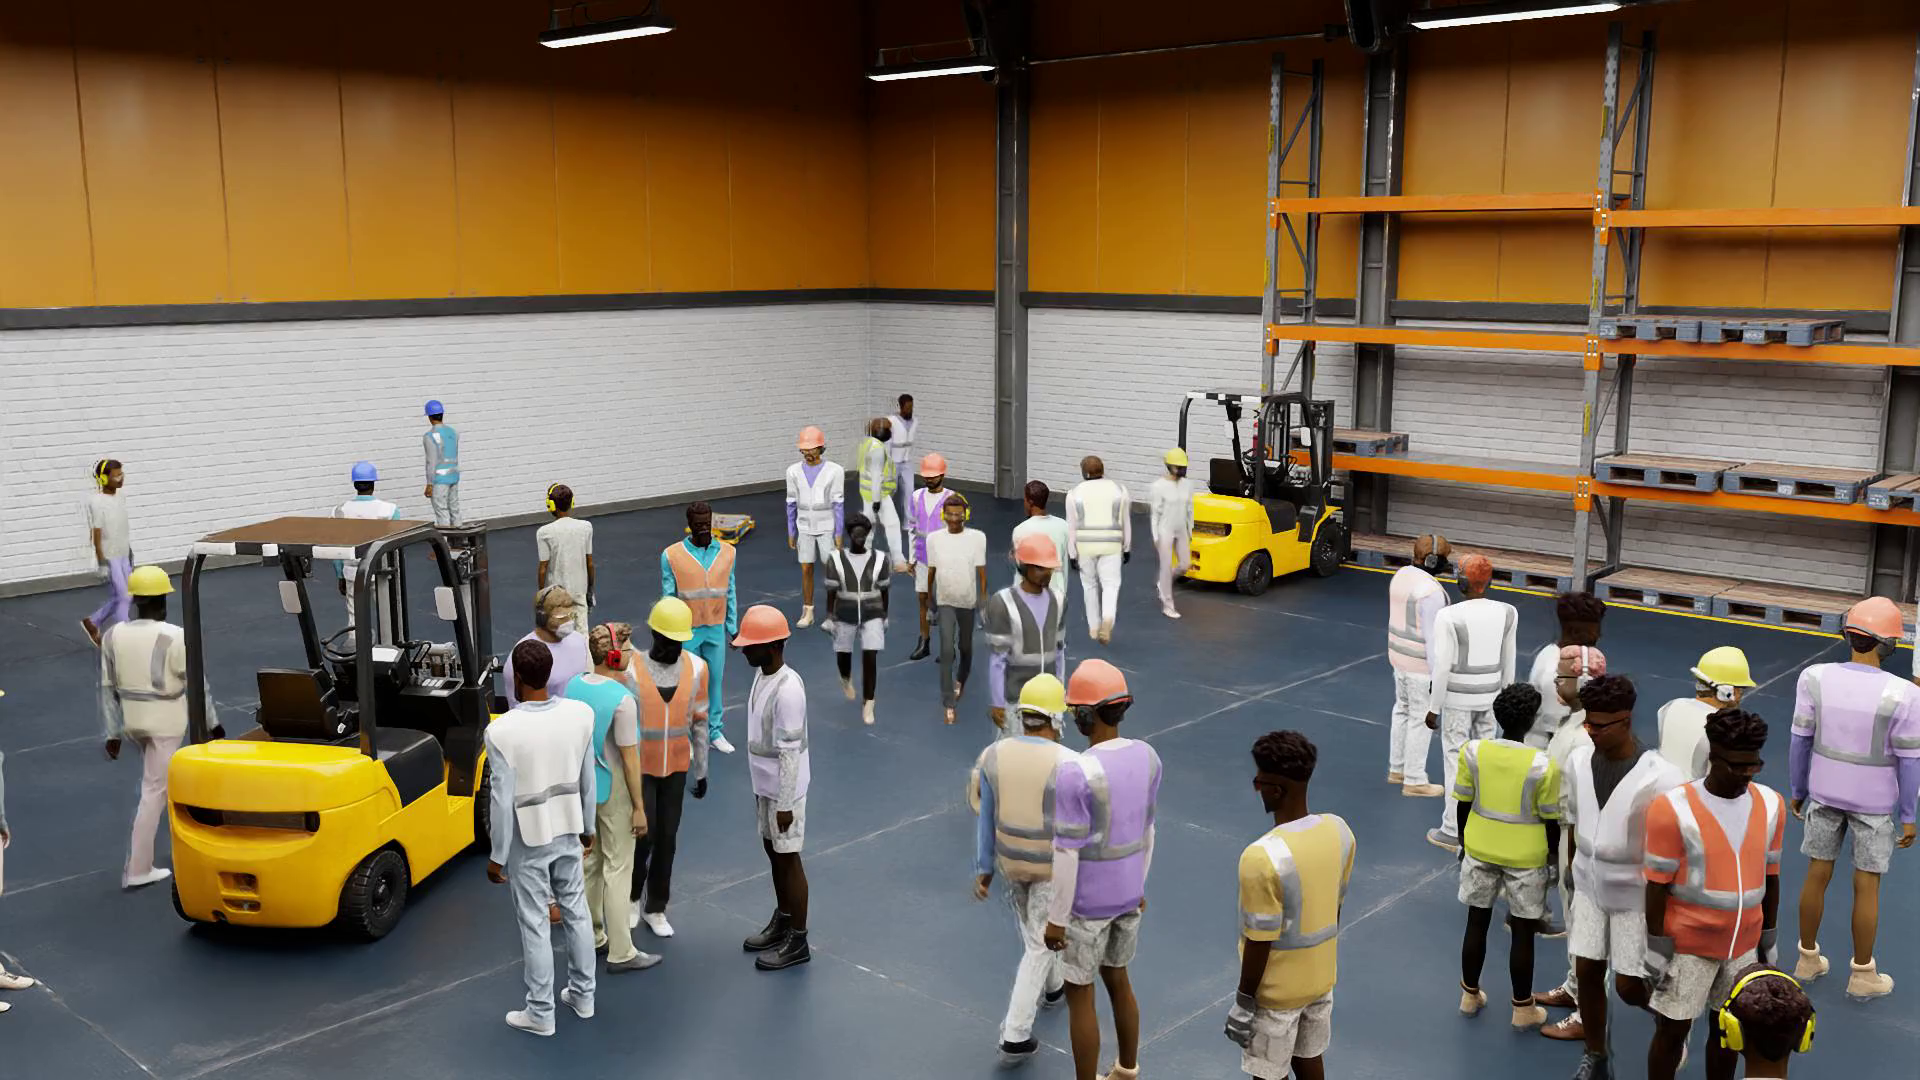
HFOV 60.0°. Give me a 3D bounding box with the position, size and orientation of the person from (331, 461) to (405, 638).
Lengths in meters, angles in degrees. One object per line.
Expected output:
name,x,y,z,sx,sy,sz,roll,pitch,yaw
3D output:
person,-5.103,0.289,14.398,0.605,1.939,0.417,0,10,-2

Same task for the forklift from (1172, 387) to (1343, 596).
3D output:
forklift,3.298,-0.608,18.767,1.214,2.155,2.313,9,13,42

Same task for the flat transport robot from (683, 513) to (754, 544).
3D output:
flat transport robot,-3.127,-0.153,21.652,0.652,0.197,1.431,1,10,3

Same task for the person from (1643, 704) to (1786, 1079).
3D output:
person,3.064,1.618,6.786,0.607,1.956,0.384,-2,10,-10

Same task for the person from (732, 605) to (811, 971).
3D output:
person,-0.989,1.286,8.746,0.389,1.930,0.544,-4,11,-22

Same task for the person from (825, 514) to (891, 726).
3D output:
person,-0.818,0.596,13.368,0.536,1.674,0.707,-1,10,-4

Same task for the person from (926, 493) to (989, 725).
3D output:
person,-0.020,0.506,13.504,0.514,1.835,0.878,0,10,-1

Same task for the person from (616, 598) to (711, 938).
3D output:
person,-1.636,1.240,9.083,0.621,1.898,0.438,-6,12,-31

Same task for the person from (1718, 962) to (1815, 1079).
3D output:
person,2.154,2.060,4.546,0.514,1.860,0.326,2,10,11

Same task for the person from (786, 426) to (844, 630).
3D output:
person,-1.434,-0.108,16.406,0.601,2.036,0.421,2,10,13

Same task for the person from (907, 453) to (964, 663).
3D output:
person,-0.232,0.166,15.135,0.548,1.929,0.386,5,11,28

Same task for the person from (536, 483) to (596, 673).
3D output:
person,-3.230,0.460,13.653,0.509,1.860,0.334,-8,13,-37

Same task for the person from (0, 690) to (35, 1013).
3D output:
person,-4.846,1.462,8.233,0.337,1.757,0.517,-2,10,-13

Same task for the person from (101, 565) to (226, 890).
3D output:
person,-4.787,1.081,10.056,0.597,1.878,0.982,3,10,18

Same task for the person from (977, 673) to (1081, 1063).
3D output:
person,0.400,1.512,7.895,0.604,1.784,0.941,7,12,35

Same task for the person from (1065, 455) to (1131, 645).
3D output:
person,1.315,0.101,15.834,0.639,1.818,0.769,1,10,3

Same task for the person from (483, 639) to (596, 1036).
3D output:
person,-1.992,1.422,7.995,0.371,1.916,0.597,9,13,40

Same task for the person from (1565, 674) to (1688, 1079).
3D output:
person,2.939,1.528,7.331,0.592,1.938,0.628,-6,12,-32

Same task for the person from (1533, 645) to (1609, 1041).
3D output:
person,2.955,1.437,7.991,0.398,1.899,0.638,3,10,14

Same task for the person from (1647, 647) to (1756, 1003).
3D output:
person,3.711,1.419,8.313,0.403,1.817,0.601,-2,10,-12

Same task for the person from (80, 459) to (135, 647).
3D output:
person,-7.857,0.165,15.363,0.623,1.848,0.531,1,10,4

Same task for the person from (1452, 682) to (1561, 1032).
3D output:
person,2.652,1.521,8.060,0.540,1.695,0.317,8,13,39

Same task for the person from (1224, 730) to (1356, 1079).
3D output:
person,1.245,1.681,6.388,0.604,1.964,0.367,-10,14,-44

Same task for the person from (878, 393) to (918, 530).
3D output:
person,-0.899,-1.062,22.347,0.903,1.865,0.606,10,14,44

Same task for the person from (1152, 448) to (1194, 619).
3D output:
person,2.151,-0.089,17.058,0.533,1.751,0.487,-5,11,-28

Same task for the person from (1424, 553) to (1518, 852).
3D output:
person,3.191,1.014,10.415,0.587,1.883,0.341,-3,10,-17

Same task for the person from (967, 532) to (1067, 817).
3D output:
person,0.388,0.926,10.533,0.622,2.023,0.807,-6,12,-32

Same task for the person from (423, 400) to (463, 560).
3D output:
person,-6.285,-0.727,20.156,0.402,1.944,0.605,3,10,17

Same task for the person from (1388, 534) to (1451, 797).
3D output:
person,3.176,0.859,11.464,0.429,1.833,0.636,-2,10,-9

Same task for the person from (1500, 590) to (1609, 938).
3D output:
person,3.246,1.218,9.077,0.425,1.946,0.634,3,11,19

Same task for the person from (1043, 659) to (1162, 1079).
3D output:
person,0.588,1.514,7.162,0.409,2.028,0.619,9,14,43

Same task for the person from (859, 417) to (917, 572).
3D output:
person,-0.839,-0.520,19.336,0.824,1.809,0.651,-2,10,-11

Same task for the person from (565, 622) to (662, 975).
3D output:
person,-1.850,1.339,8.675,0.374,1.843,0.569,-10,14,-44

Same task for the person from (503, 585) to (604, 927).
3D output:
person,-2.265,1.190,9.301,0.382,1.929,0.636,4,11,24

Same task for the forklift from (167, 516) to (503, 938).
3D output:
forklift,-3.583,0.976,9.748,1.214,2.155,2.313,2,10,11

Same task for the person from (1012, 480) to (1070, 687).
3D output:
person,0.653,0.472,13.411,0.597,1.914,0.373,-9,13,-42

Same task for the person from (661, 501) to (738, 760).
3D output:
person,-1.924,0.655,12.362,0.589,1.919,0.393,-6,12,-32

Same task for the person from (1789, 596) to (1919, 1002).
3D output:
person,4.521,1.289,8.400,0.391,2.040,0.615,-8,13,-39
